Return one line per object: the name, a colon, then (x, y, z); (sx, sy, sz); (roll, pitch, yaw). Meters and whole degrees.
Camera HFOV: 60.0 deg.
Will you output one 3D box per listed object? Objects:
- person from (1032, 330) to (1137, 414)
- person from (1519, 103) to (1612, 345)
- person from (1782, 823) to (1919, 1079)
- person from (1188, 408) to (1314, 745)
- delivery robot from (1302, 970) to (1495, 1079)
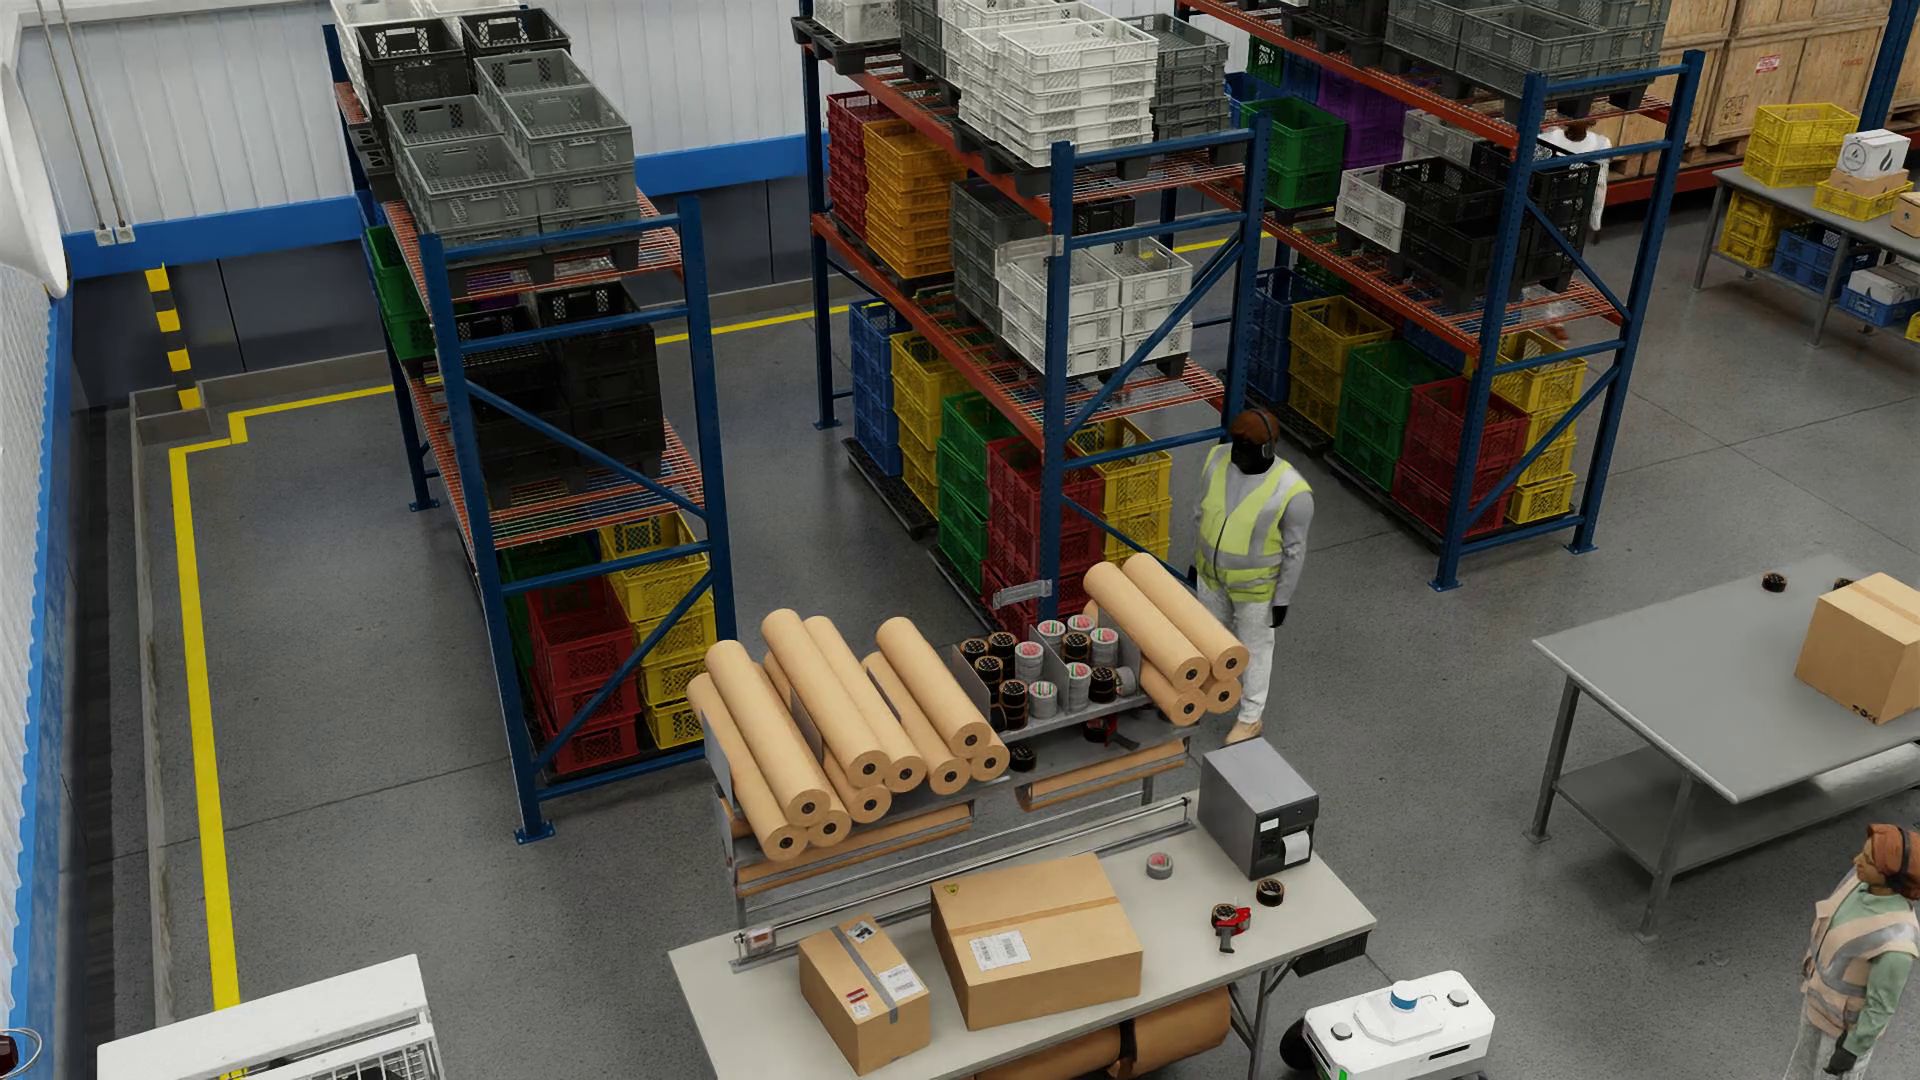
person: (0.683, -1.692, 11.178); (1.037, 1.869, 0.658); (8, 33, 13)
person: (4.434, -2.377, 12.313); (0.628, 1.866, 0.603); (4, 32, 7)
person: (3.141, 1.666, 5.940); (0.310, 1.642, 0.514); (6, 32, 9)
person: (1.364, 0.186, 8.154); (0.619, 1.845, 0.430); (28, 41, 37)
delivery robot: (1.702, 1.921, 6.470); (0.707, 0.478, 0.477); (-10, 33, -16)
